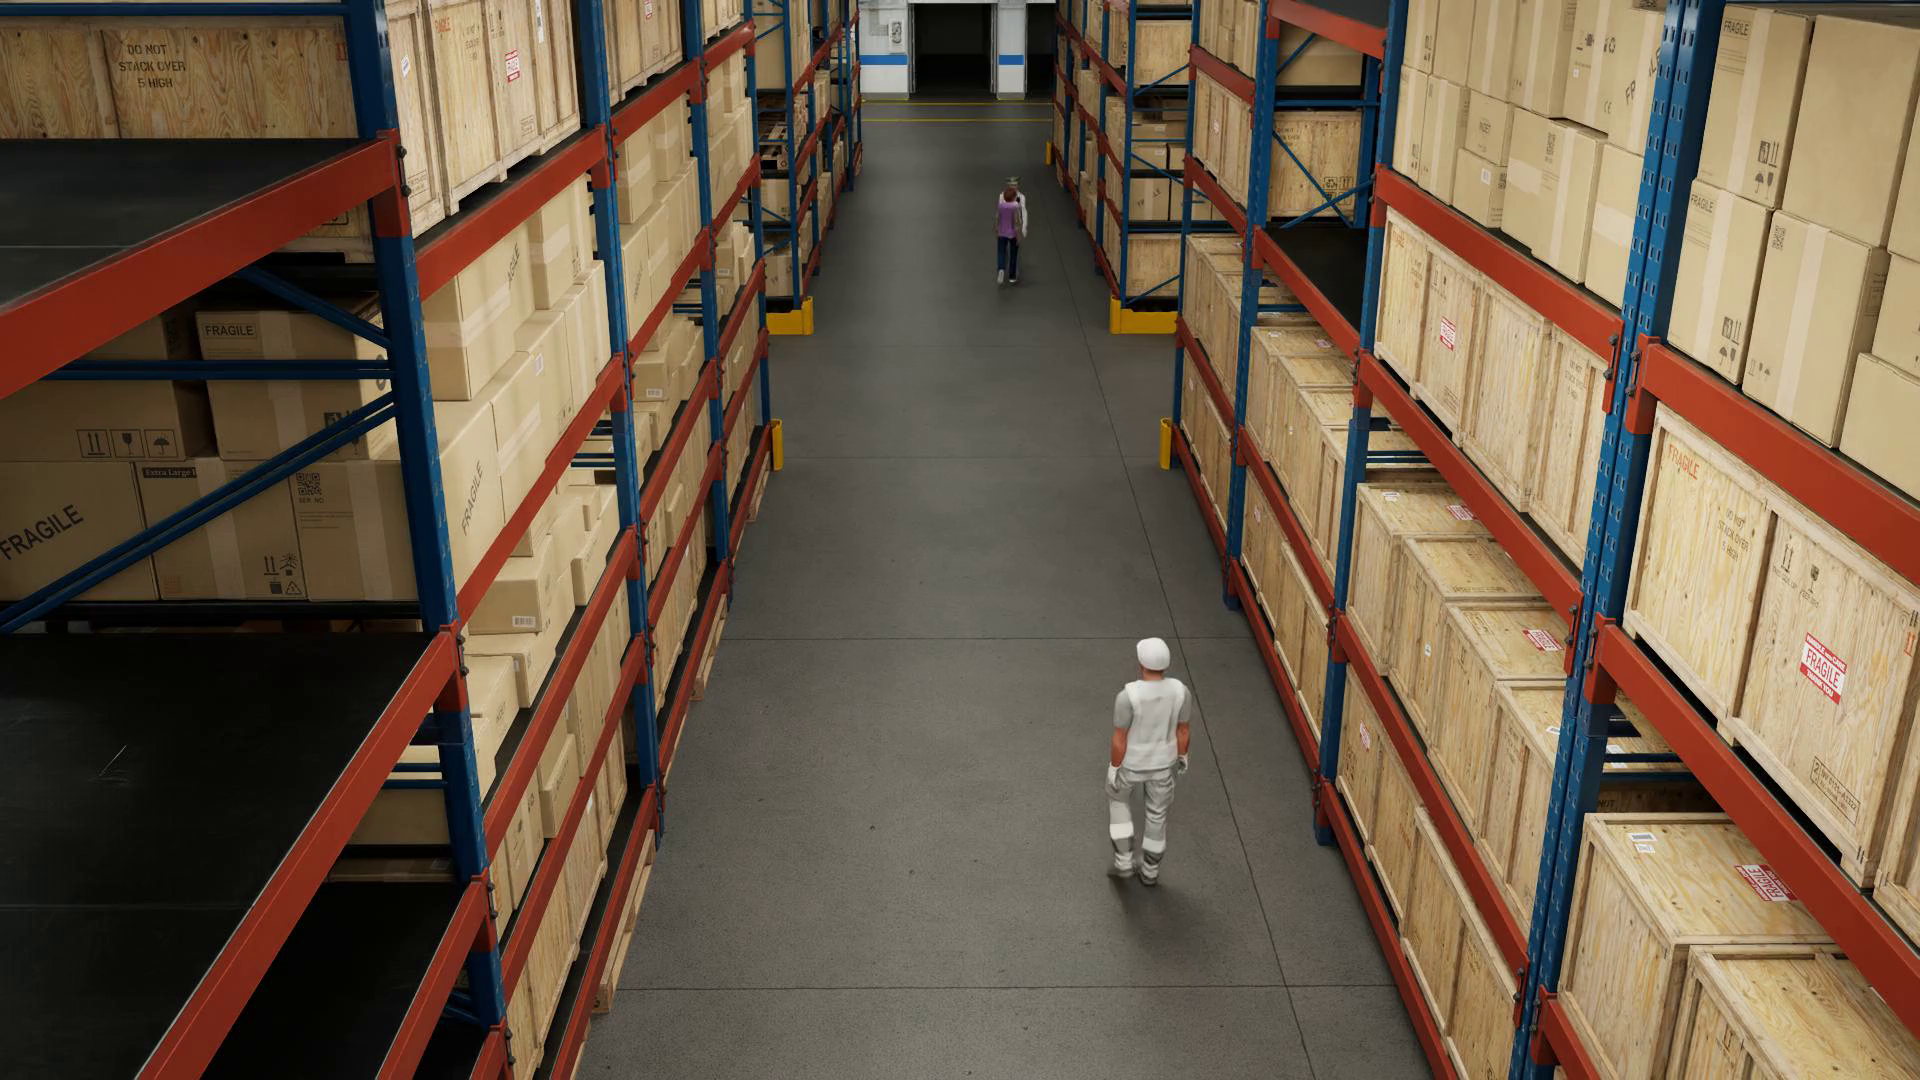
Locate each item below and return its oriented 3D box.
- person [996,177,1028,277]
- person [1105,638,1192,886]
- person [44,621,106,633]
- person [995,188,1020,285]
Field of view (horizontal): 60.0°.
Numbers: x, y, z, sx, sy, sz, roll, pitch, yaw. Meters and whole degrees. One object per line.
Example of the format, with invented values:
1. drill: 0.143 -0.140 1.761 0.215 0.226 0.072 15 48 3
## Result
1. person: 0.863 -5.254 27.906 0.536 1.672 0.421 1 22 2
2. person: 1.217 1.428 10.824 0.559 1.797 0.429 -3 22 -8
3. person: -7.462 0.256 13.859 0.597 1.782 0.834 0 22 1
4. person: 0.785 -4.999 27.418 0.437 1.593 0.708 4 22 10
